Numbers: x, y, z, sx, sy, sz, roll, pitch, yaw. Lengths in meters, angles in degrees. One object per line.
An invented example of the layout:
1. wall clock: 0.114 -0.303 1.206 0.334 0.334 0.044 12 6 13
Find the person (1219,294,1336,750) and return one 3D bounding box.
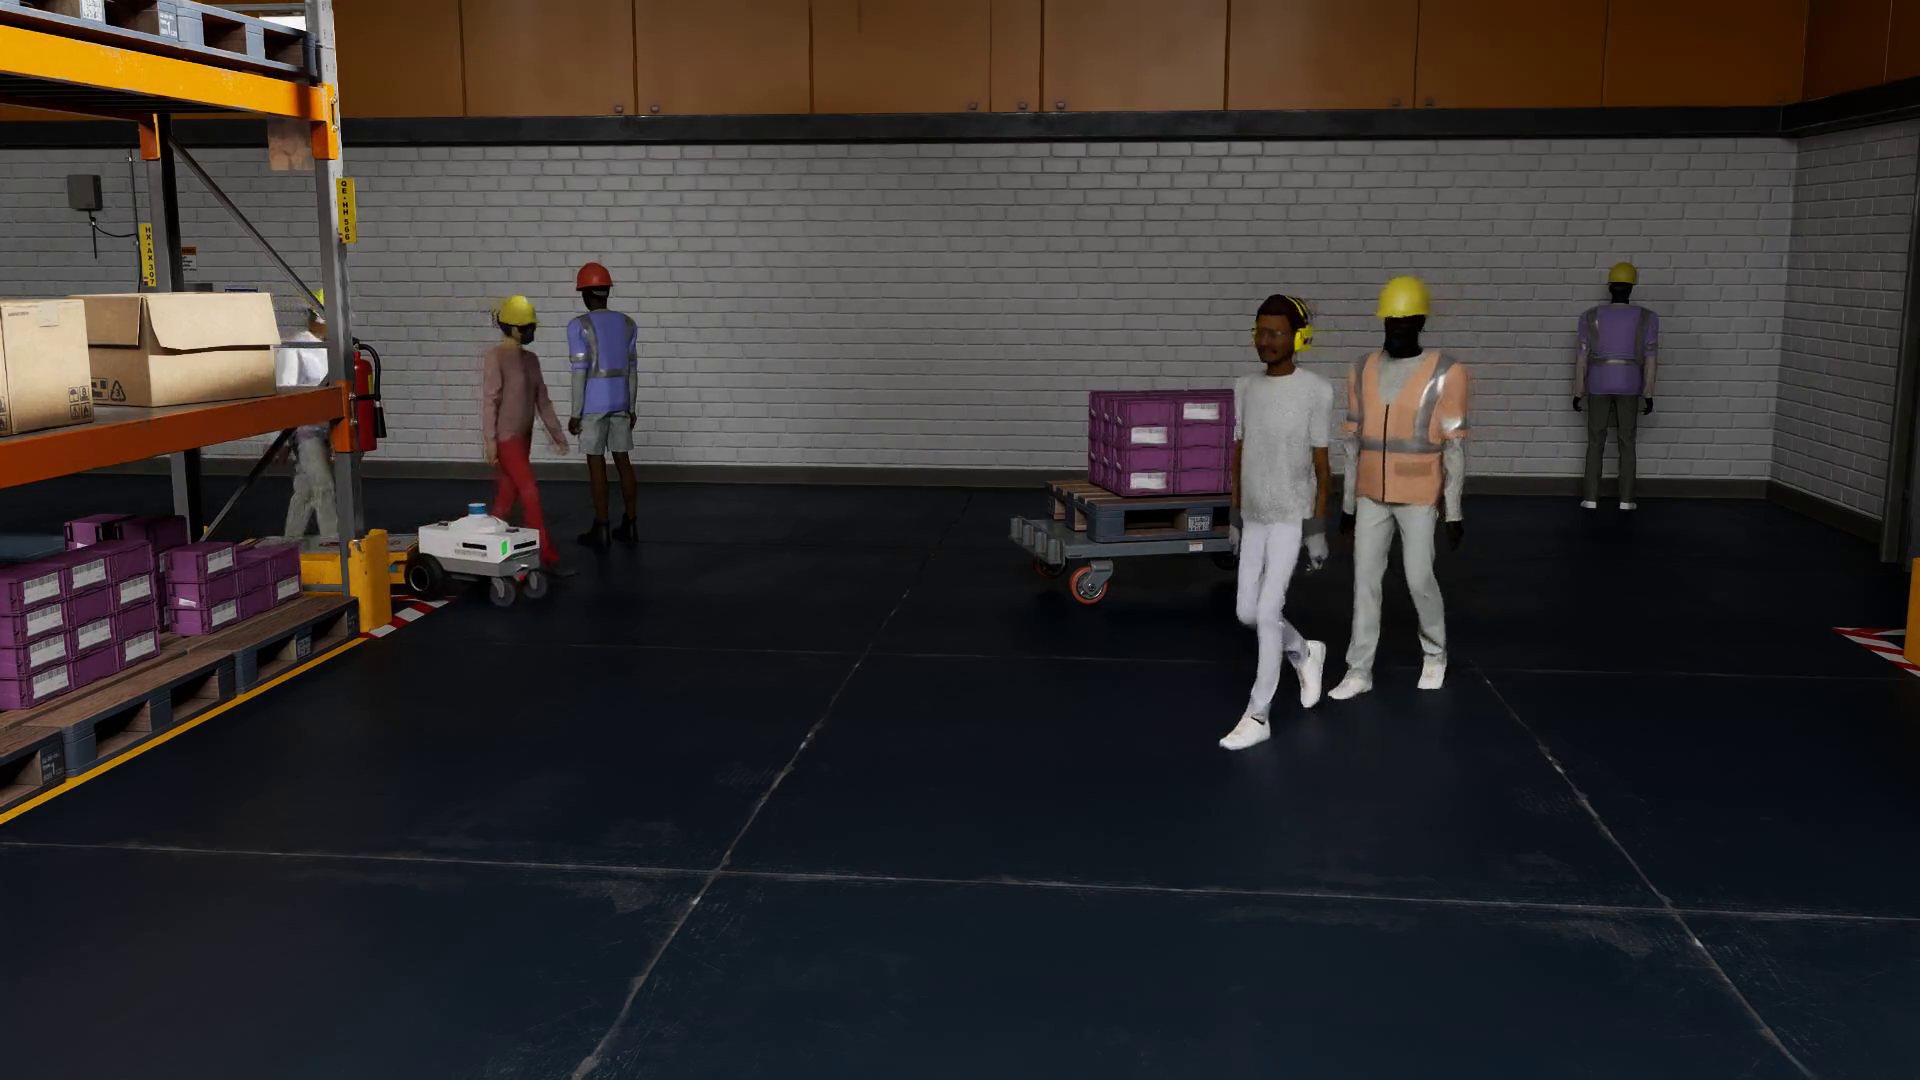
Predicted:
1. person: 1.338 -0.088 6.876 0.721 1.851 0.514 -9 13 -42

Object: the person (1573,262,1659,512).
1. person: 5.066 -1.179 12.884 0.595 1.925 0.375 4 11 19

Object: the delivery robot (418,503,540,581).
1. delivery robot: -2.781 0.030 9.624 0.707 0.478 0.477 5 11 27

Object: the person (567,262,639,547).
1. person: -2.466 -0.925 11.409 0.377 1.932 0.552 8 13 40

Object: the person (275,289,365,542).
1. person: -3.939 -0.662 10.324 0.747 1.787 0.619 1 10 8

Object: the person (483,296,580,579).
1. person: -2.665 -0.607 10.128 0.726 1.732 0.580 2 10 10

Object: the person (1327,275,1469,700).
1. person: 2.004 -0.221 7.521 0.616 1.942 0.600 9 13 41

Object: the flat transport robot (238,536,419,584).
1. flat transport robot: -3.893 0.119 10.196 1.431 0.197 0.652 -1 10 -4
